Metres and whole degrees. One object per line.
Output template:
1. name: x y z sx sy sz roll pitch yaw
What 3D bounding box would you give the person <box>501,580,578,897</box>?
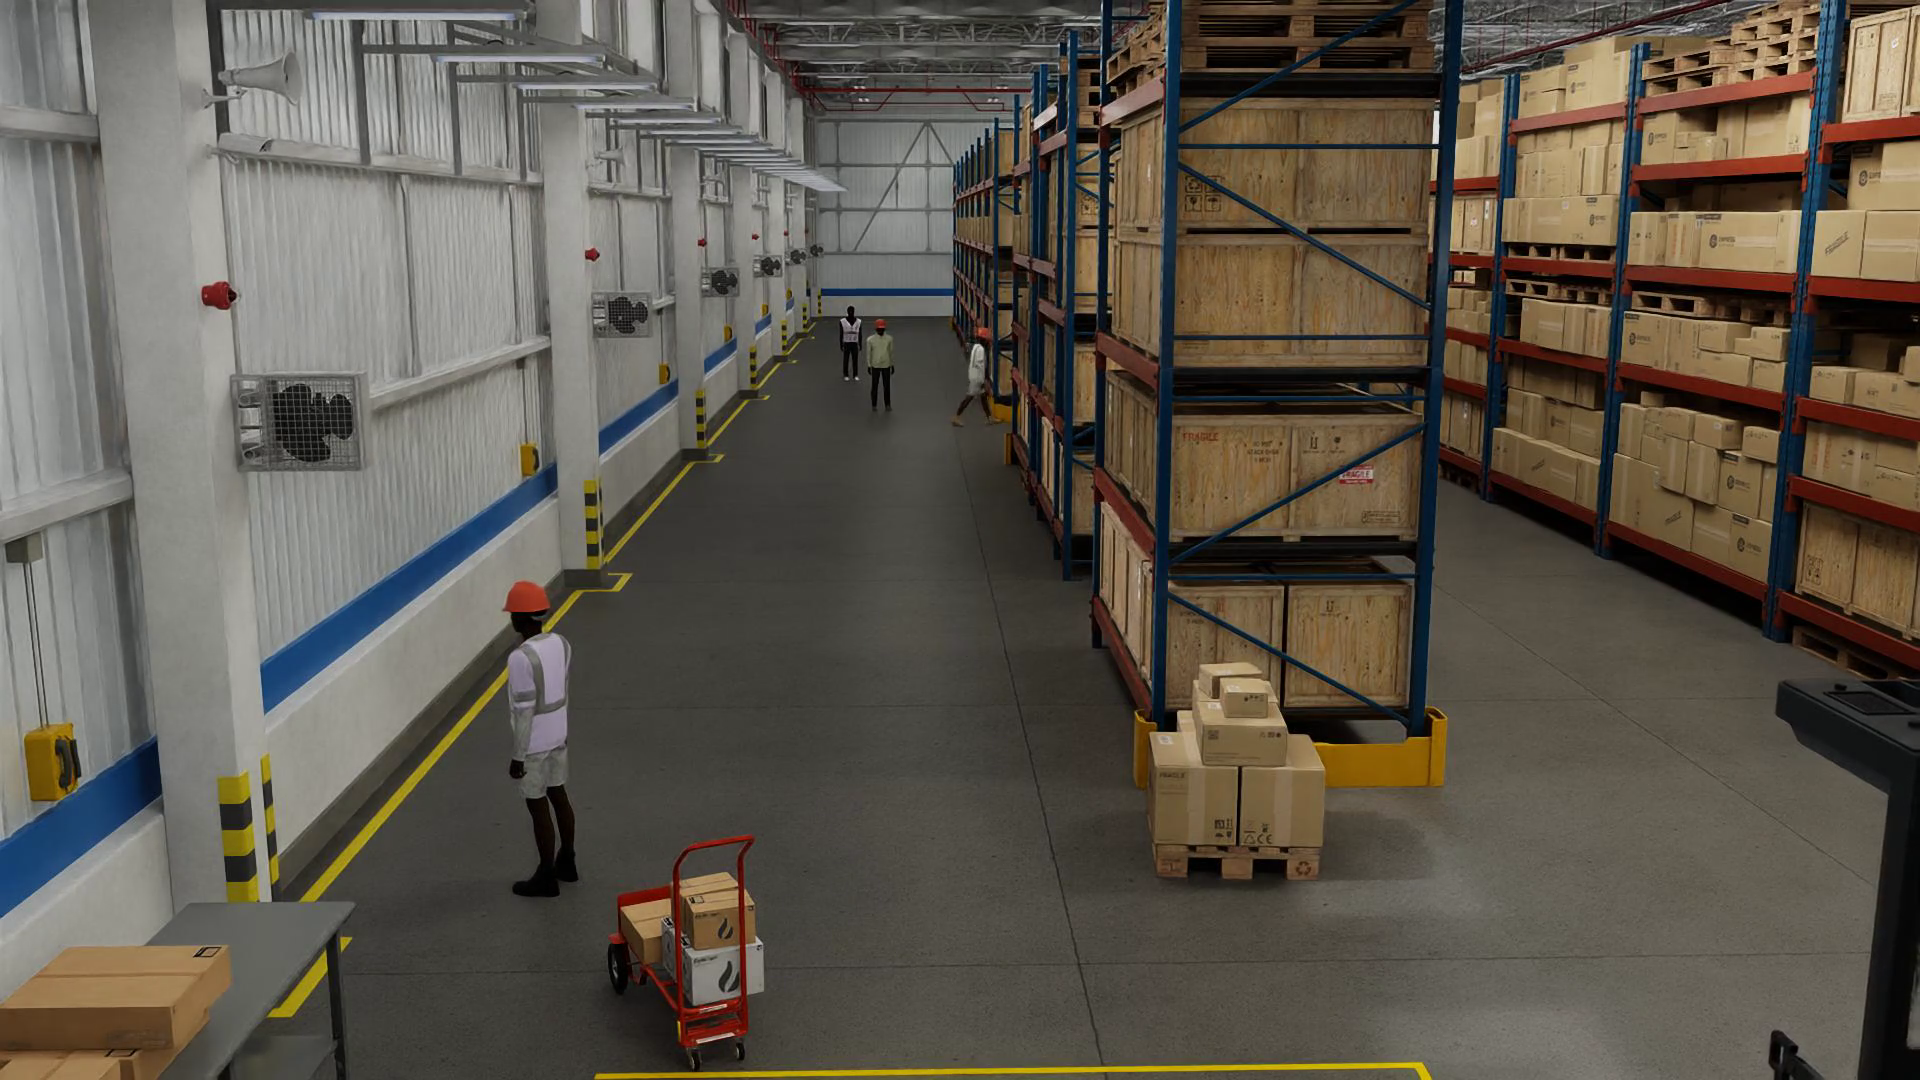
1. person: -2.574 1.198 10.077 0.374 1.935 0.552 3 11 17

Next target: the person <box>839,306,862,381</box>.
1. person: -2.792 -5.021 42.503 0.589 1.912 0.398 -4 11 -18

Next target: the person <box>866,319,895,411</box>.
1. person: -1.704 -3.749 35.696 0.619 1.986 0.410 -3 11 -14

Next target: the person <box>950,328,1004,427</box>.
1. person: 0.300 -3.213 32.936 1.072 1.984 0.661 -1 11 -3
